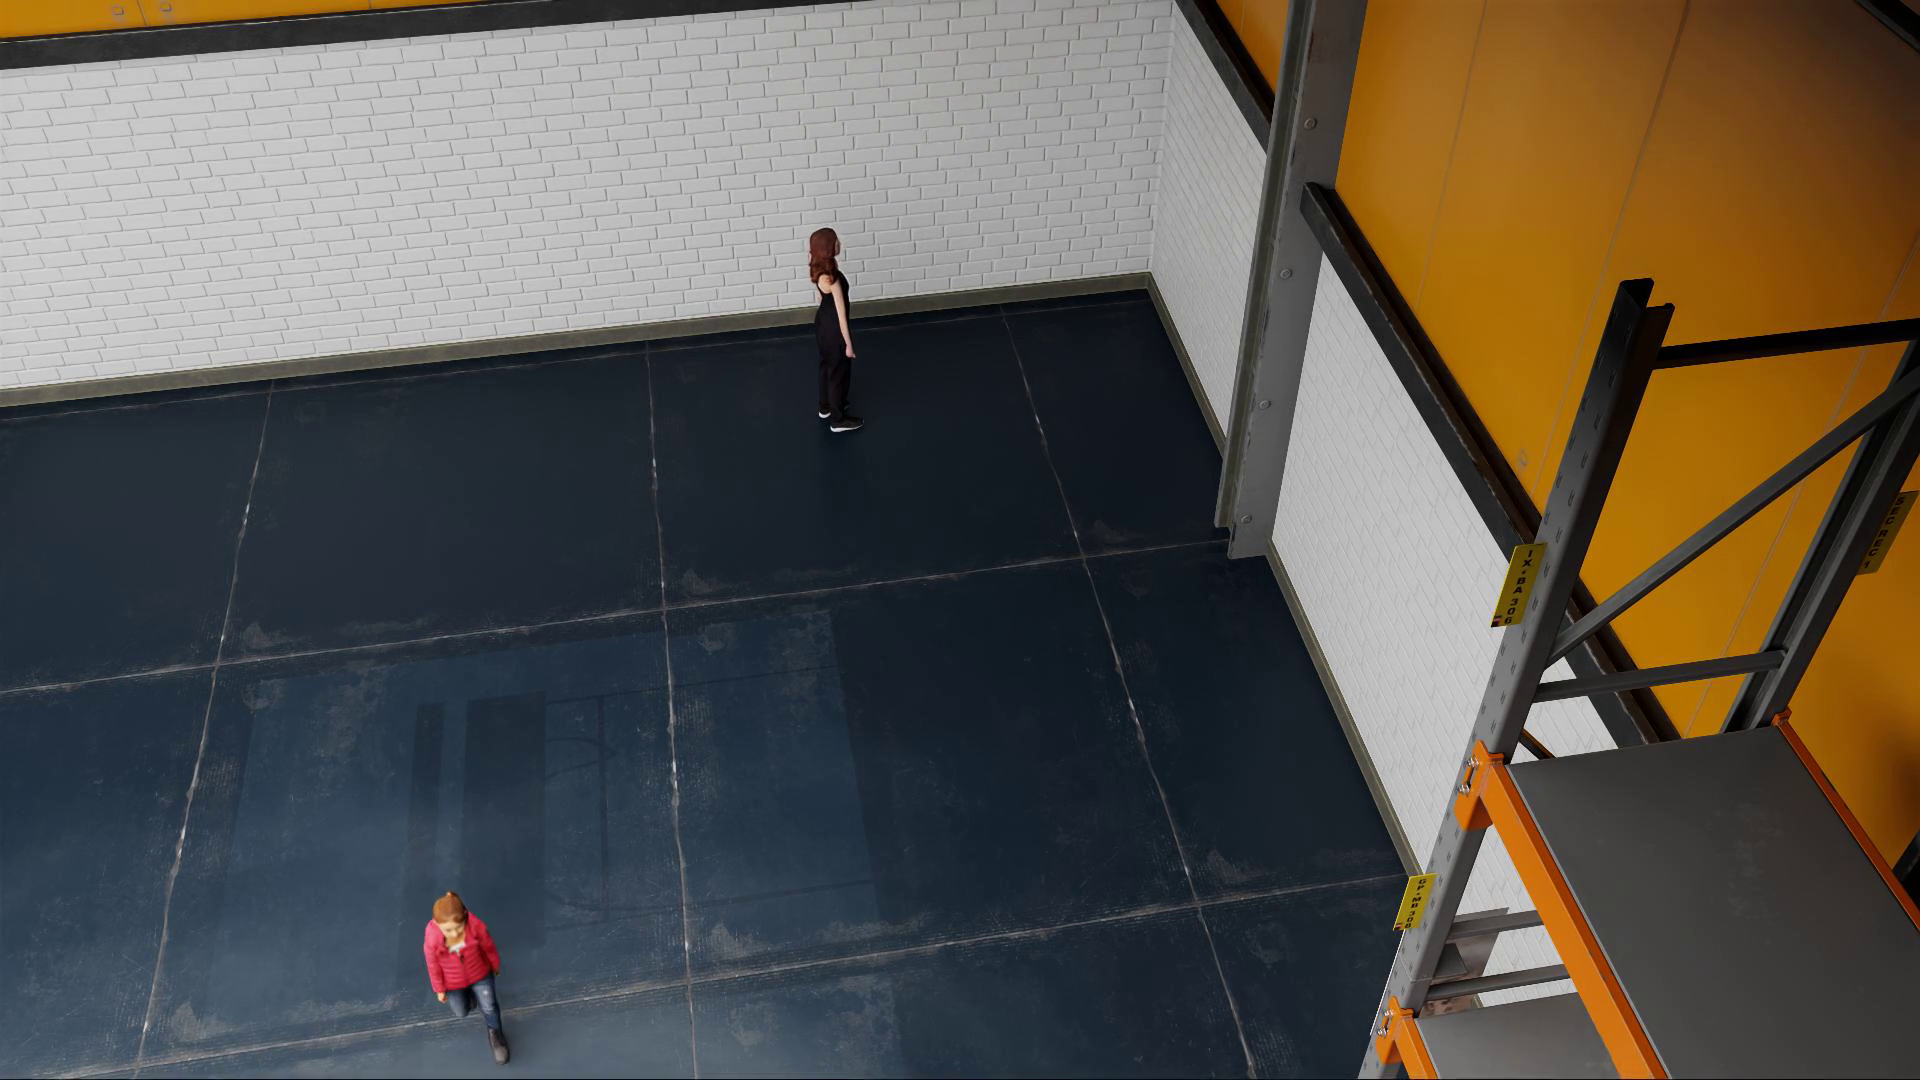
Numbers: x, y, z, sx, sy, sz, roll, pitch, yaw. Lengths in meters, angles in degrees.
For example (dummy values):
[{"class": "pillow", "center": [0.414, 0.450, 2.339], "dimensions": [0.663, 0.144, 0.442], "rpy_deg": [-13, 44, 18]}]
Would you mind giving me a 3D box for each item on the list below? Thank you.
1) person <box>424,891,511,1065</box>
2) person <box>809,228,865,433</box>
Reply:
[{"class": "person", "center": [-2.626, 2.251, 8.804], "dimensions": [0.583, 1.303, 0.771], "rpy_deg": [-15, 46, -15]}, {"class": "person", "center": [-0.972, -1.587, 12.511], "dimensions": [0.690, 1.748, 0.554], "rpy_deg": [-19, 47, -19]}]
